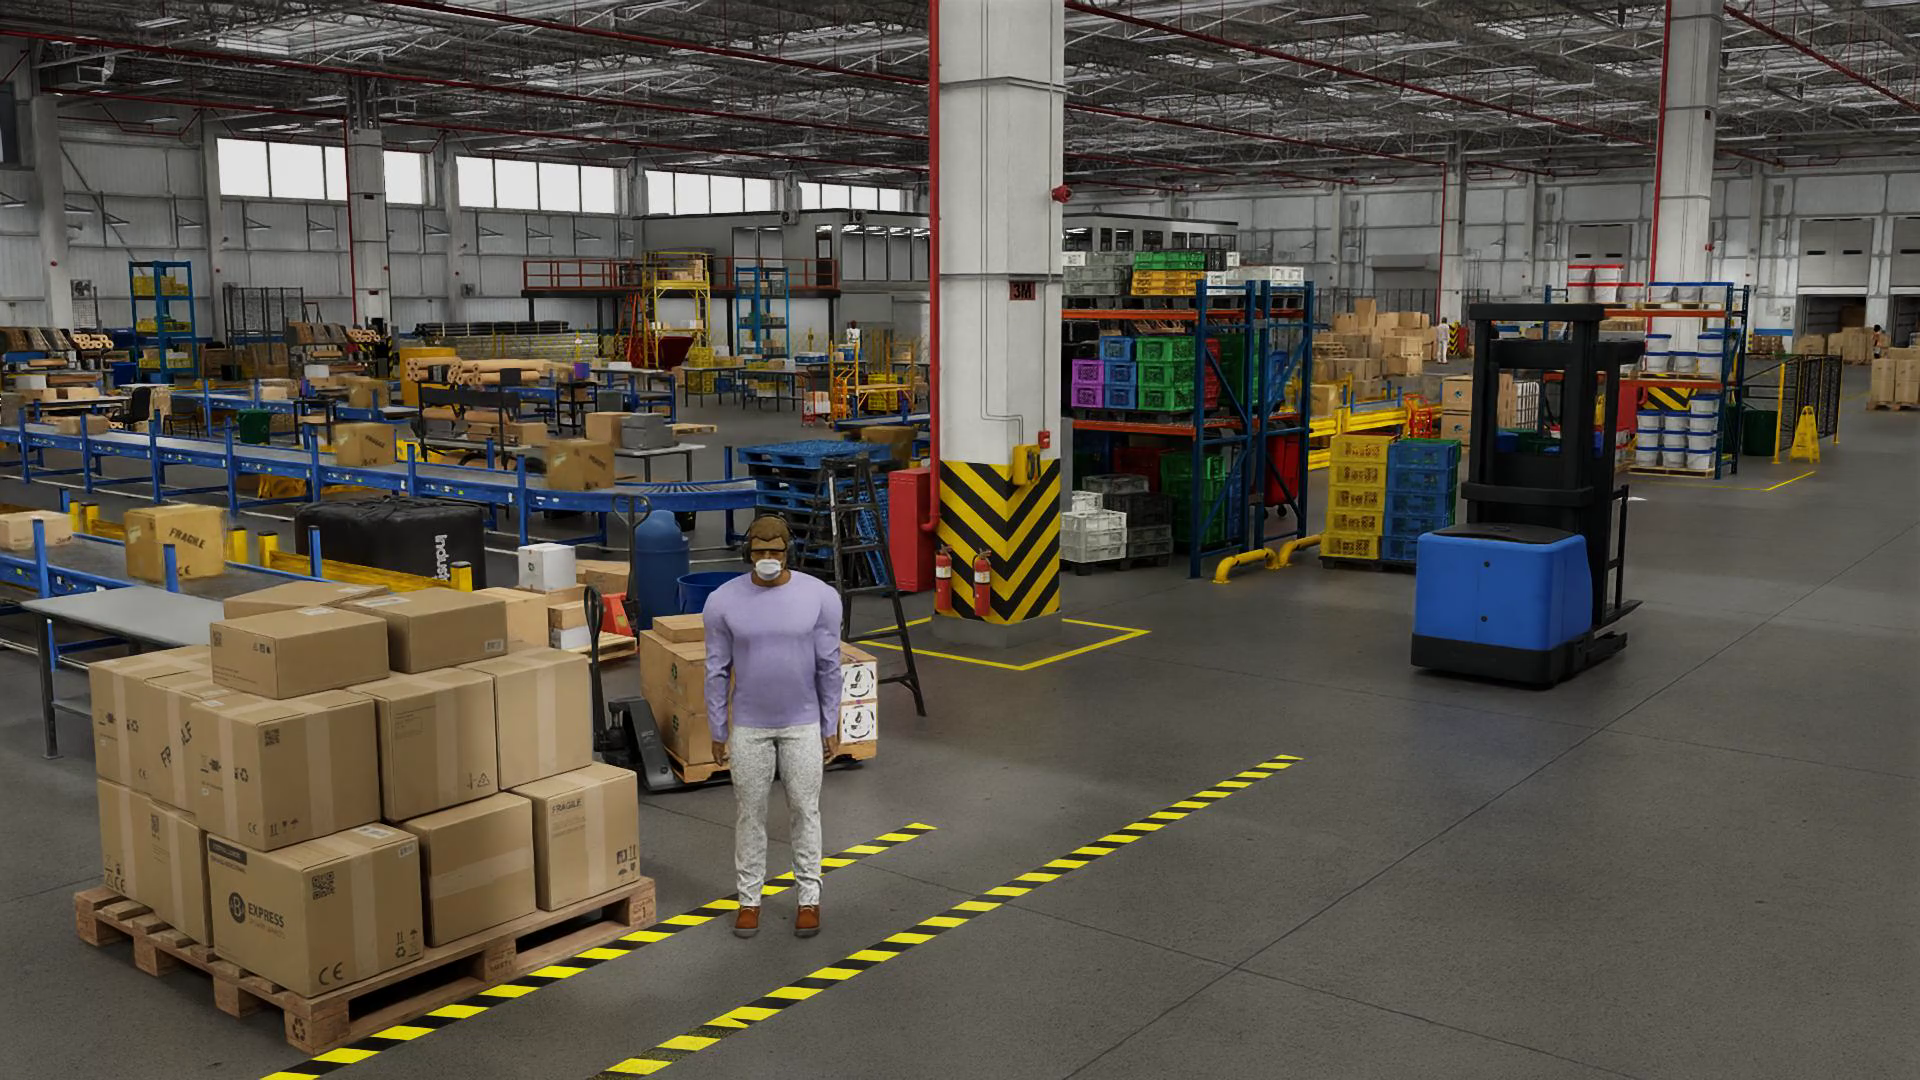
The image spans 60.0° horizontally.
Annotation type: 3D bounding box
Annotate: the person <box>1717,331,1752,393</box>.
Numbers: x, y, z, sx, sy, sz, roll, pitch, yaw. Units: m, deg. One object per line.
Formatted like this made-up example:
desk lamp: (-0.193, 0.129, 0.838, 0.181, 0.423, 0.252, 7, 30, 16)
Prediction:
person: (22.398, -5.139, 48.122, 0.991, 1.819, 0.516, 0, 8, 2)

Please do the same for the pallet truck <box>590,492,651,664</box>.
pallet truck: (-3.115, 0.344, 12.883, 0.653, 1.274, 1.630, 7, 11, 37)

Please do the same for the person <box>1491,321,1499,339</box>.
person: (18.936, -6.862, 59.124, 0.396, 1.992, 0.623, 0, 8, -3)

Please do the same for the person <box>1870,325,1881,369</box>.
person: (35.284, -7.442, 64.034, 0.322, 1.697, 0.531, 7, 11, 38)

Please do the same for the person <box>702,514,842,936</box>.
person: (-0.836, 0.835, 7.485, 0.623, 1.932, 0.375, -1, 8, -5)

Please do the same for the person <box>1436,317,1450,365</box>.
person: (19.627, -8.082, 67.544, 0.372, 1.940, 0.630, -6, 10, -34)

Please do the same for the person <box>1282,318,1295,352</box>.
person: (16.173, -10.116, 81.726, 0.632, 1.809, 0.955, -1, 8, -6)

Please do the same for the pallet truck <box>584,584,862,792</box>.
pallet truck: (-1.426, 0.805, 10.019, 1.601, 1.201, 0.680, -4, 9, -26)

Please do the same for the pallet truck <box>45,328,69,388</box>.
pallet truck: (-23.775, -4.544, 43.495, 1.885, 1.965, 0.823, 6, 10, 35)

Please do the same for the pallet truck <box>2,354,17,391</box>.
pallet truck: (-24.881, -4.417, 42.634, 1.885, 1.965, 0.823, 8, 11, 41)

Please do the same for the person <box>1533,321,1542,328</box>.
person: (22.928, -7.822, 65.909, 0.798, 1.906, 0.600, -2, 9, -13)

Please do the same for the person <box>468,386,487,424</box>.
person: (-8.437, -2.249, 28.941, 0.931, 1.715, 0.541, -4, 9, -27)

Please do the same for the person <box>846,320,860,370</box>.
person: (-4.007, -7.318, 62.581, 0.574, 1.883, 0.356, -7, 11, -37)

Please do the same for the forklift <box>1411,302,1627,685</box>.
forklift: (4.379, -0.438, 12.852, 1.129, 2.768, 1.873, 7, 11, 37)
